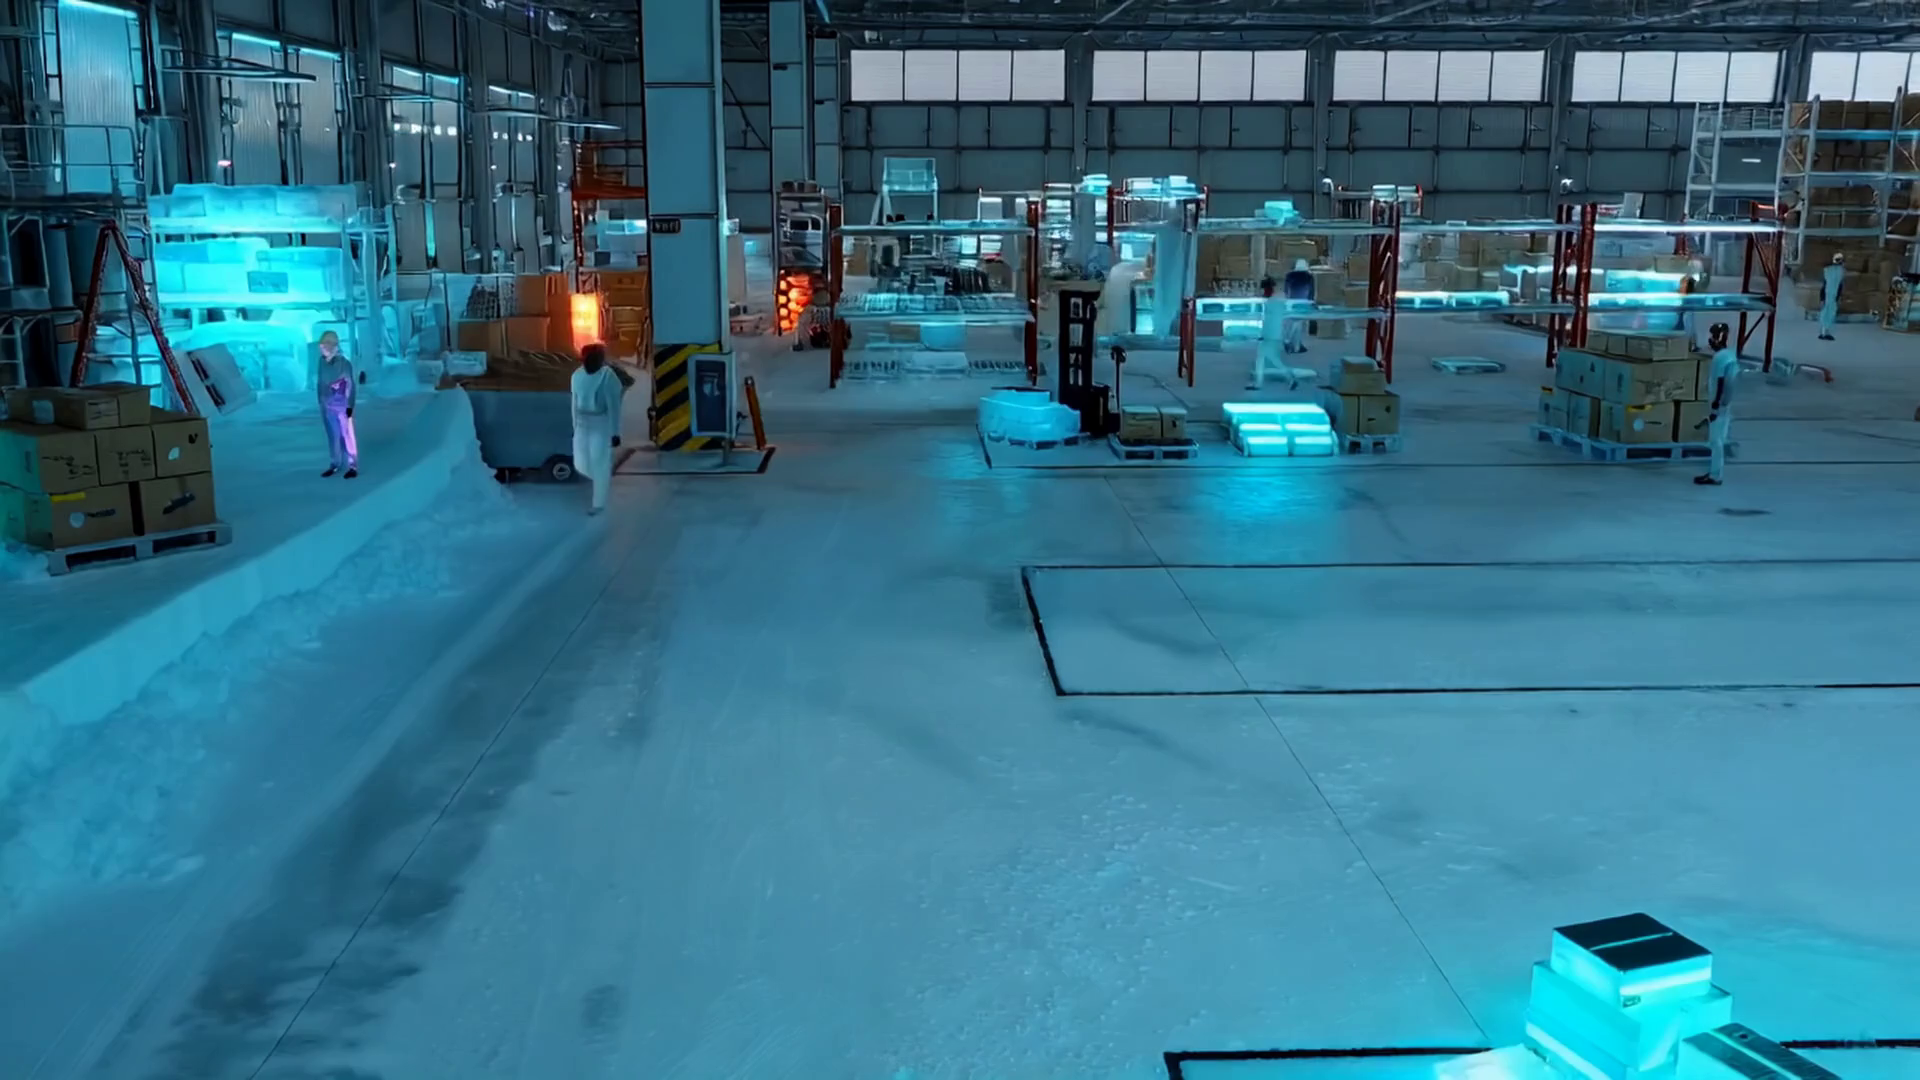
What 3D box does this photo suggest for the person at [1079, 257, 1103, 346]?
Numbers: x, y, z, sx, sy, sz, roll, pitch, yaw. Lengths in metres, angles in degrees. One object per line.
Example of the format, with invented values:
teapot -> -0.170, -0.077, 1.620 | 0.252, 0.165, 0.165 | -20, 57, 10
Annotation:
person -> 2.698, -4.863, 34.078 | 0.534, 1.821, 0.643 | -1, 13, -5

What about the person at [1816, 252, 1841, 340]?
person -> 18.582, -5.199, 35.501 | 0.533, 1.868, 0.310 | -7, 14, -29

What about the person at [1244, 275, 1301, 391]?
person -> 5.127, -3.357, 27.109 | 0.826, 1.904, 0.588 | 0, 12, 0

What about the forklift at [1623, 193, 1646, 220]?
forklift -> 23.317, -10.626, 57.695 | 1.873, 2.768, 1.129 | 0, 12, -2

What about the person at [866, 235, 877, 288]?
person -> -2.745, -8.744, 51.480 | 0.338, 1.877, 0.573 | -2, 13, -9

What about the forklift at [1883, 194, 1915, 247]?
forklift -> 31.212, -10.075, 55.211 | 1.129, 2.768, 1.873 | 0, 12, -2

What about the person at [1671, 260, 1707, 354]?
person -> 14.214, -4.556, 32.605 | 0.878, 1.874, 0.639 | 4, 13, 16

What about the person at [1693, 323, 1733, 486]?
person -> 8.635, -1.541, 19.016 | 0.328, 1.861, 0.503 | 5, 13, 20

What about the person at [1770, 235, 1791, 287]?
person -> 25.484, -8.650, 51.671 | 0.535, 1.617, 0.538 | 12, 17, 43

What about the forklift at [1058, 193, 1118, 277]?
forklift -> 4.400, -10.441, 56.861 | 1.873, 2.768, 1.129 | -2, 13, -8

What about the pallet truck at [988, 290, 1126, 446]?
pallet truck -> 1.257, -2.299, 22.111 | 1.885, 1.965, 0.823 | -9, 15, -35

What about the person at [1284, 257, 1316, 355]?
person -> 6.667, -4.614, 32.808 | 0.969, 1.906, 0.640 | -12, 17, -43

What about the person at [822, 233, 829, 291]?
person -> -3.515, -7.250, 44.601 | 0.371, 1.935, 0.551 | -6, 14, -27

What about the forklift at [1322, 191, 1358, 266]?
forklift -> 14.565, -11.851, 63.230 | 1.129, 2.768, 1.873 | 0, 12, -2

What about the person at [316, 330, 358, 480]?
person -> -7.300, -1.577, 19.422 | 0.493, 1.746, 0.282 | 4, 13, 19

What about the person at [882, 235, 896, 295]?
person -> -1.948, -7.385, 45.369 | 0.389, 1.869, 0.648 | 2, 13, 9

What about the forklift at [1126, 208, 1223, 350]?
forklift -> 4.341, -5.255, 33.448 | 1.873, 2.768, 1.129 | 0, 12, 1

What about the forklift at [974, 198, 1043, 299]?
forklift -> 1.356, -8.191, 46.703 | 1.873, 2.768, 1.129 | -1, 13, -3

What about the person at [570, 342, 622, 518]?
person -> -3.777, -1.156, 17.339 | 0.637, 1.823, 0.546 | 6, 14, 27

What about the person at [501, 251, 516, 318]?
person -> -11.084, -6.254, 40.806 | 0.313, 1.634, 0.514 | -9, 15, -36

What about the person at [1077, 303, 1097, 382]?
person -> 1.826, -2.580, 24.077 | 0.320, 1.692, 0.555 | 0, 12, -1
